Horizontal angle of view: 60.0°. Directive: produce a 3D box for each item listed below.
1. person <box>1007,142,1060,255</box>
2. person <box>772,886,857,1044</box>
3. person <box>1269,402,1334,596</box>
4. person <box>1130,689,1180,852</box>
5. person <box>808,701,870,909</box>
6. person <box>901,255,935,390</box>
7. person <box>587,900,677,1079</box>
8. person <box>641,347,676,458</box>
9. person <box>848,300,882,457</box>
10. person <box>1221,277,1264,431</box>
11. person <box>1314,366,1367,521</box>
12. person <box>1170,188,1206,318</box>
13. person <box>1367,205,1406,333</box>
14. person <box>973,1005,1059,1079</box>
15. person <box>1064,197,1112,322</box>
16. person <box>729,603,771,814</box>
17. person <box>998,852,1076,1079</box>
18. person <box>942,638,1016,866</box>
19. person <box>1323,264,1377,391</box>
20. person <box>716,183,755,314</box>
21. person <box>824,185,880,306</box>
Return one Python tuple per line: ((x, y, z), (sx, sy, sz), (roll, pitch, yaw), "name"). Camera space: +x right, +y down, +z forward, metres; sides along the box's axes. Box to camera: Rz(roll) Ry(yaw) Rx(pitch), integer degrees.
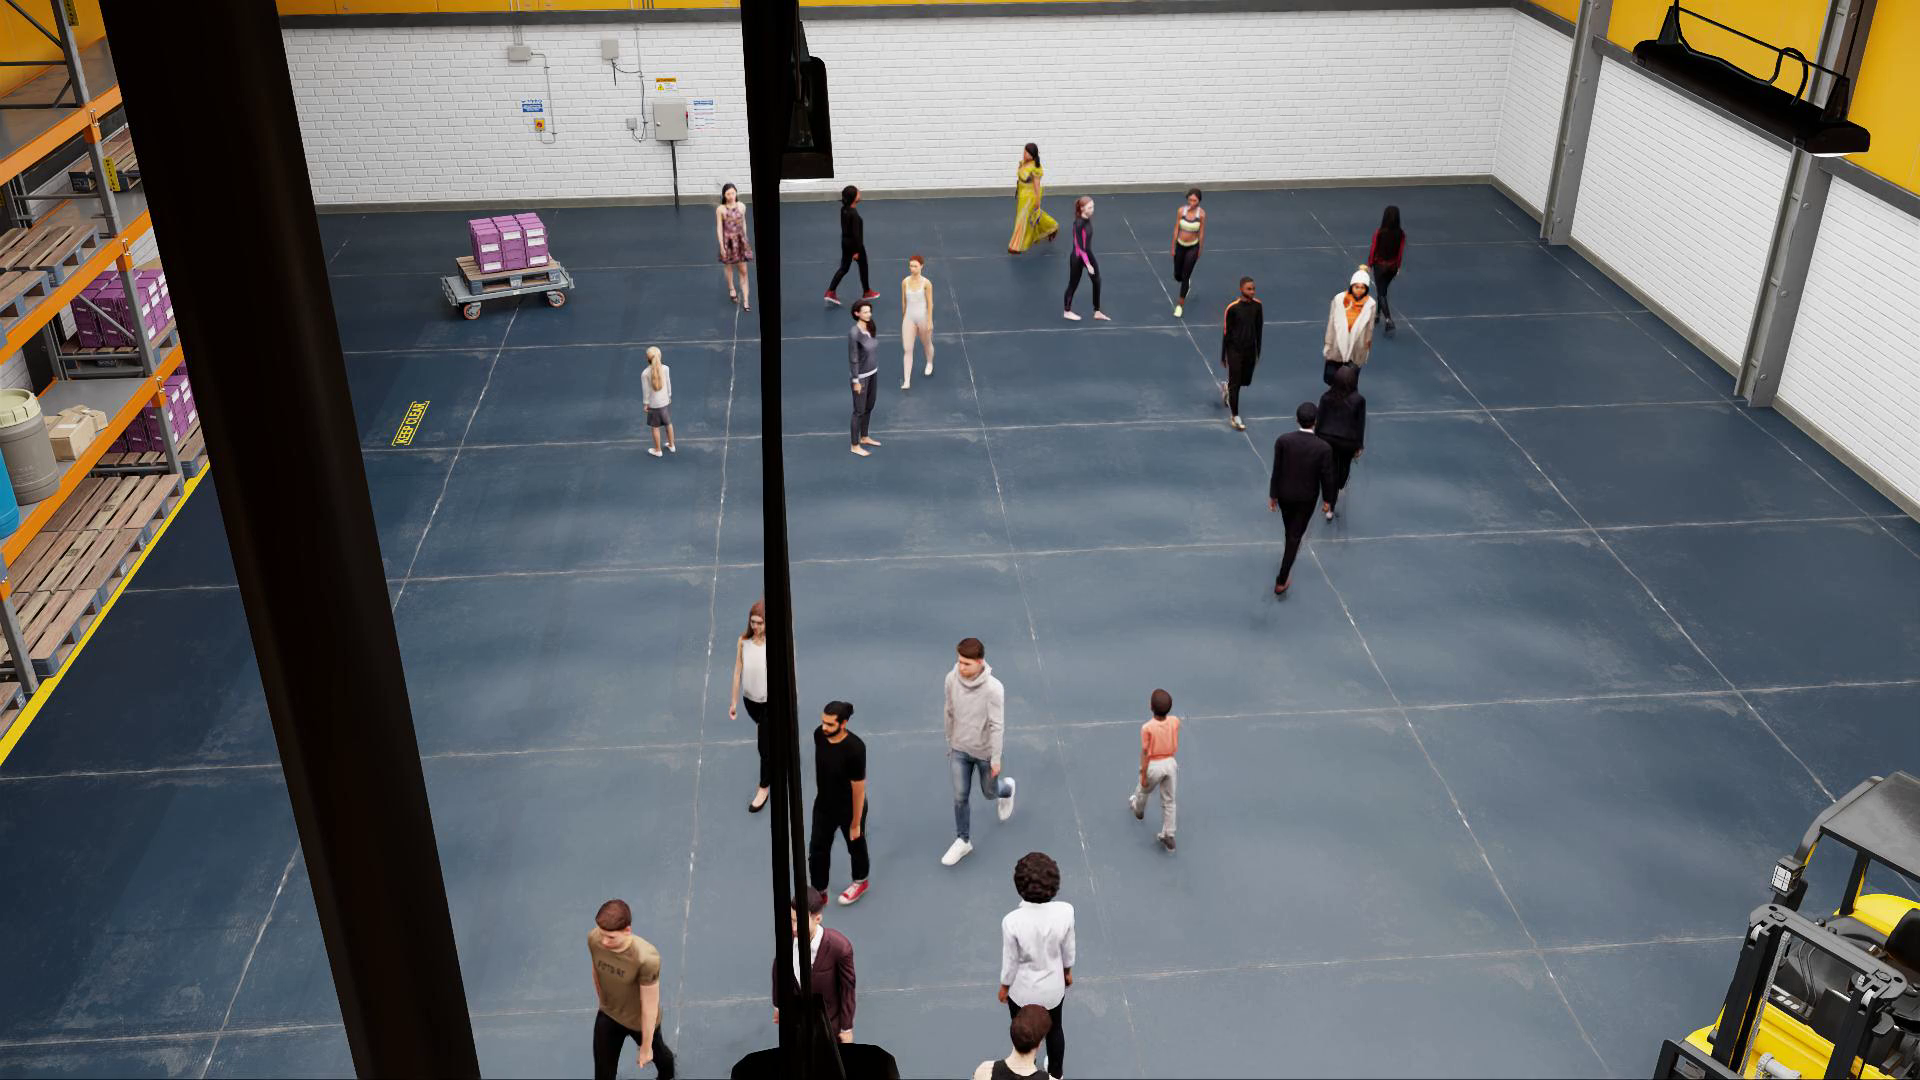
((1.089, -5.032, 24.434), (1.030, 1.627, 1.204), (-12, 31, -20), "person")
((-0.864, 2.803, 9.823), (0.784, 1.865, 0.778), (12, 31, 21), "person")
((3.158, -0.353, 15.650), (1.108, 1.824, 1.345), (11, 31, 20), "person")
((1.513, 1.727, 12.403), (0.577, 1.284, 0.907), (-7, 29, -13), "person")
((-0.781, 1.830, 11.737), (0.934, 1.741, 1.003), (20, 34, 32), "person")
((-0.477, -2.665, 20.133), (0.806, 1.590, 1.151), (7, 29, 12), "person")
((-1.896, 2.786, 9.913), (1.069, 1.809, 1.284), (14, 32, 24), "person")
((-3.342, -1.546, 18.411), (0.599, 1.275, 0.645), (-21, 35, -33), "person")
((-1.074, -1.819, 18.397), (0.750, 1.768, 0.621), (12, 31, 21), "person")
((3.167, -2.184, 19.045), (0.770, 1.789, 1.025), (-9, 30, -16), "person")
((3.871, -0.958, 17.026), (0.878, 1.569, 1.158), (6, 29, 11), "person")
((3.048, -3.887, 22.230), (0.826, 1.727, 1.039), (11, 30, 19), "person")
((5.553, -3.491, 21.592), (0.693, 1.644, 0.995), (-7, 29, -13), "person")
((0.258, 3.337, 8.837), (0.828, 1.871, 0.844), (8, 30, 15), "person")
((1.514, -3.682, 21.868), (0.924, 1.714, 0.918), (15, 32, 25), "person")
((-1.494, 1.196, 12.958), (0.937, 1.684, 1.182), (12, 31, 21), "person")
((0.470, 2.671, 10.125), (0.684, 1.807, 0.626), (-9, 30, -17), "person")
((0.172, 1.491, 12.261), (1.060, 1.833, 1.204), (16, 32, 26), "person")
((4.465, -2.281, 19.132), (0.877, 1.875, 1.016), (8, 30, 15), "person")
((-3.066, -3.946, 22.348), (0.850, 1.718, 1.194), (-12, 31, -20), "person")
((-1.527, -3.944, 22.424), (1.009, 1.642, 1.103), (-19, 34, -30), "person")
